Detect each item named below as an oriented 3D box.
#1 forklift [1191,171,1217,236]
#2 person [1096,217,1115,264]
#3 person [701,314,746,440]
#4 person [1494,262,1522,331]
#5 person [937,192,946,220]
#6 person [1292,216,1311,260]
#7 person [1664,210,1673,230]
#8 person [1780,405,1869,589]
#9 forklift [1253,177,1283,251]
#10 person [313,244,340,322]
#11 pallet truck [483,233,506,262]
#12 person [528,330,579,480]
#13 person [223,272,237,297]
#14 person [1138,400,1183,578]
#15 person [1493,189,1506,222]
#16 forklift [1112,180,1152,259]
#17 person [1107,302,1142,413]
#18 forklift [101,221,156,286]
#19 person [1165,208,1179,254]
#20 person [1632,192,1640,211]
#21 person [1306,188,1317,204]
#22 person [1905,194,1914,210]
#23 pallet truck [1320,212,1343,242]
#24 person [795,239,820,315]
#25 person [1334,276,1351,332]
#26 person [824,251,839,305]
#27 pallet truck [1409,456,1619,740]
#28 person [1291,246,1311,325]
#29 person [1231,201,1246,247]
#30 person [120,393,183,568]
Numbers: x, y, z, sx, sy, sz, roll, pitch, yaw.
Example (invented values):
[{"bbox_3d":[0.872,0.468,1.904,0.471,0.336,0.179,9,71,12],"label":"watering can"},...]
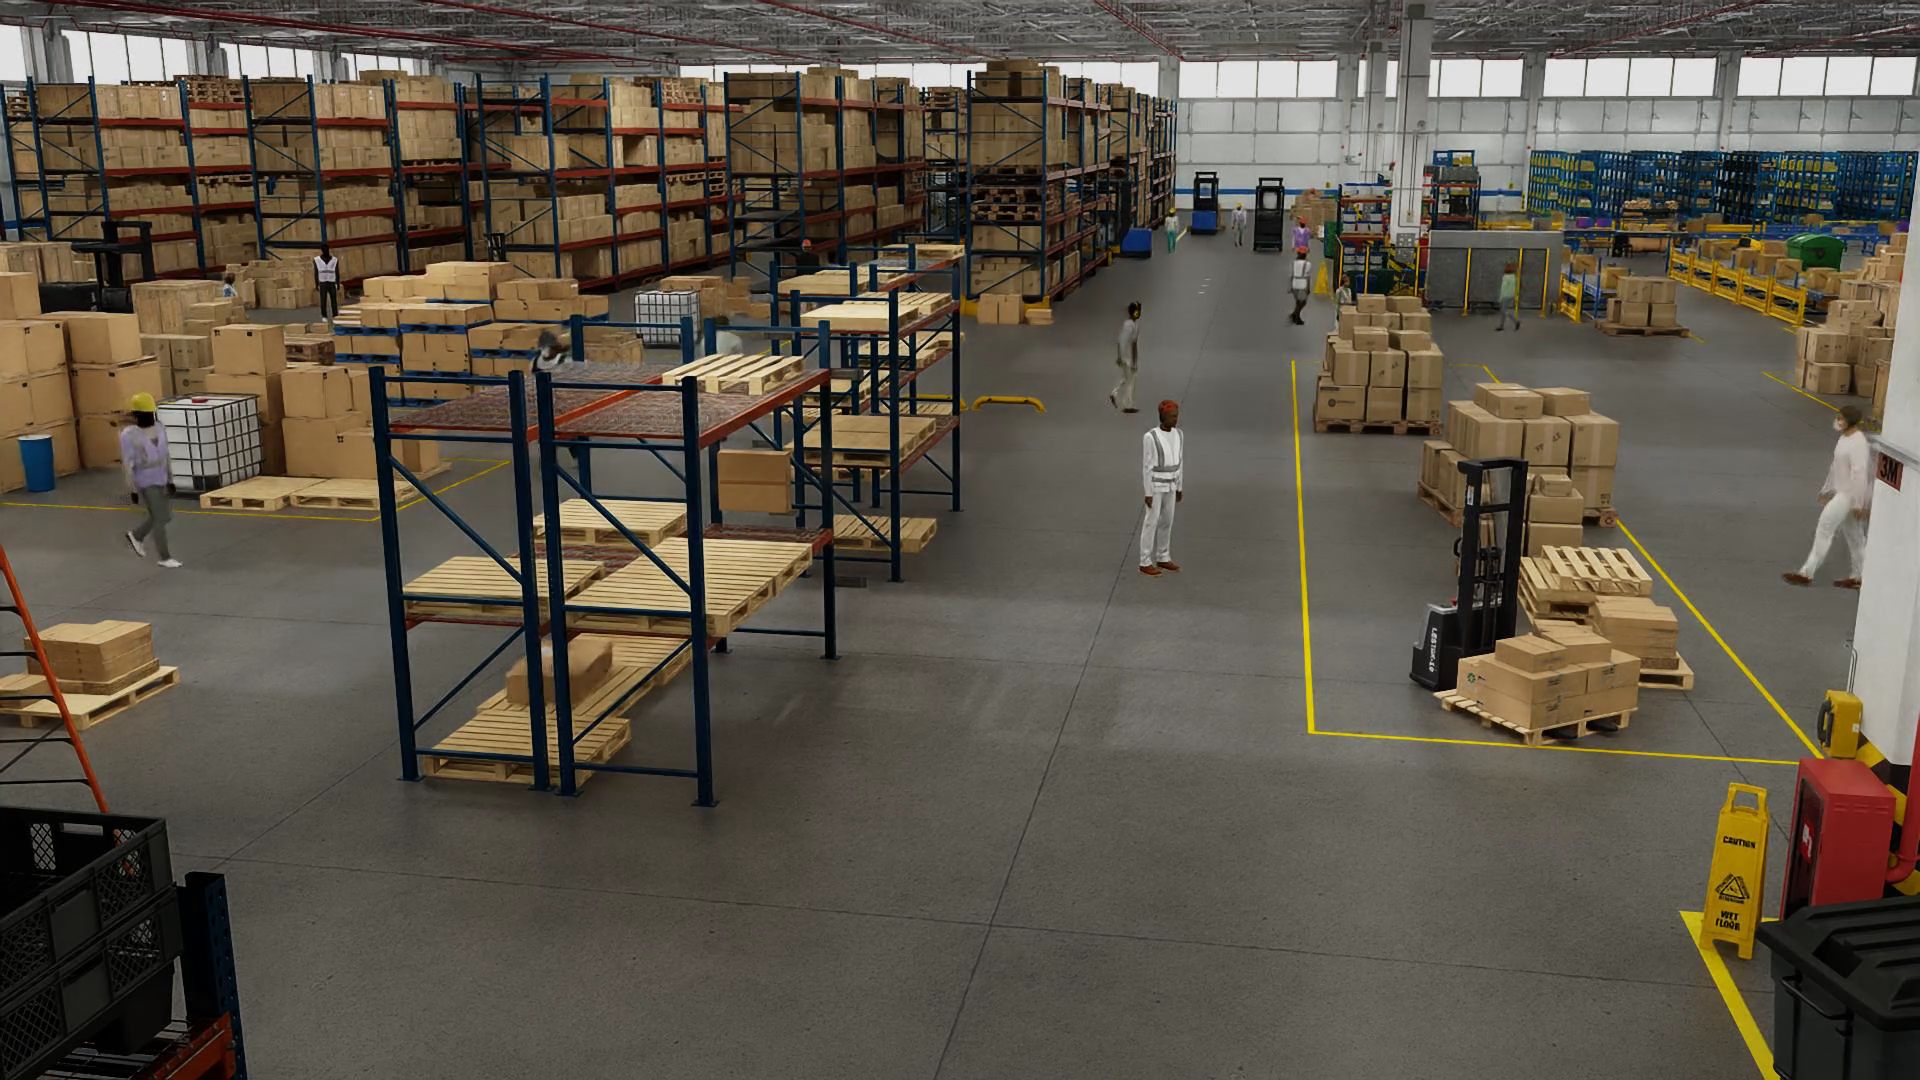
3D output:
[{"bbox_3d":[10.953,-15.051,74.312,1.129,2.768,1.873,3,14,10],"label":"forklift"},{"bbox_3d":[5.074,-10.559,58.586,0.847,1.661,0.538,7,15,26],"label":"person"},{"bbox_3d":[-3.630,-2.491,25.385,0.652,1.894,1.013,2,14,6],"label":"person"},{"bbox_3d":[12.819,-5.652,38.748,0.653,1.614,0.501,13,19,42],"label":"person"},{"bbox_3d":[-0.934,-17.741,87.285,0.565,1.883,0.985,2,14,10],"label":"person"},{"bbox_3d":[10.996,-9.465,53.609,0.573,1.921,0.596,3,14,13],"label":"person"},{"bbox_3d":[28.037,-12.396,65.841,0.384,1.748,0.558,0,14,0],"label":"person"},{"bbox_3d":[8.915,-0.438,16.989,0.934,1.897,0.629,6,15,23],"label":"person"},{"bbox_3d":[12.083,-12.747,64.956,1.129,2.768,1.873,3,14,10],"label":"forklift"},{"bbox_3d":[-15.535,-6.317,40.853,0.587,1.911,0.397,-8,16,-29],"label":"person"},{"bbox_3d":[-11.832,-7.026,43.548,1.885,1.965,0.823,8,16,28],"label":"pallet truck"},{"bbox_3d":[-5.479,-1.850,22.444,0.693,2.000,0.736,3,14,12],"label":"person"},{"bbox_3d":[-15.711,-4.950,35.857,0.310,1.638,0.522,-3,14,-14],"label":"person"},{"bbox_3d":[2.129,-0.545,17.496,0.570,1.877,0.348,-12,18,-41],"label":"person"},{"bbox_3d":[25.795,-15.821,79.483,0.654,1.883,1.008,-7,15,-25],"label":"person"},{"bbox_3d":[6.082,-11.722,60.796,1.873,2.768,1.129,2,14,9],"label":"forklift"},{"bbox_3d":[2.750,-3.015,27.574,0.489,1.846,0.549,-7,15,-26],"label":"person"},{"bbox_3d":[-16.772,-5.071,33.793,1.129,2.768,1.873,3,14,10],"label":"forklift"},{"bbox_3d":[8.017,-11.702,63.021,0.523,1.757,0.374,2,14,9],"label":"person"},{"bbox_3d":[32.820,-16.067,80.703,0.953,1.780,0.614,1,14,4],"label":"person"},{"bbox_3d":[16.587,-15.609,78.510,0.701,1.955,0.644,-9,17,-34],"label":"person"},{"bbox_3d":[45.170,-15.696,79.068,0.396,1.841,0.565,3,14,14],"label":"person"},{"bbox_3d":[15.874,-13.227,70.310,0.680,1.201,1.601,10,17,35],"label":"pallet truck"},{"bbox_3d":[-3.759,-6.404,41.026,0.622,1.992,0.394,-4,14,-17],"label":"person"},{"bbox_3d":[8.049,-4.738,34.985,0.307,1.644,0.514,12,18,41],"label":"person"},{"bbox_3d":[-3.184,-6.420,41.735,0.545,1.677,0.494,9,17,33],"label":"person"},{"bbox_3d":[4.504,0.400,13.395,0.823,1.965,1.885,-6,15,-23],"label":"pallet truck"},{"bbox_3d":[8.151,-6.107,39.989,0.557,1.916,0.579,13,19,43],"label":"person"},{"bbox_3d":[11.310,-12.825,67.476,0.602,1.810,0.660,2,14,6],"label":"person"},{"bbox_3d":[-8.727,-0.649,17.841,0.681,1.904,0.596,4,14,15],"label":"person"}]
